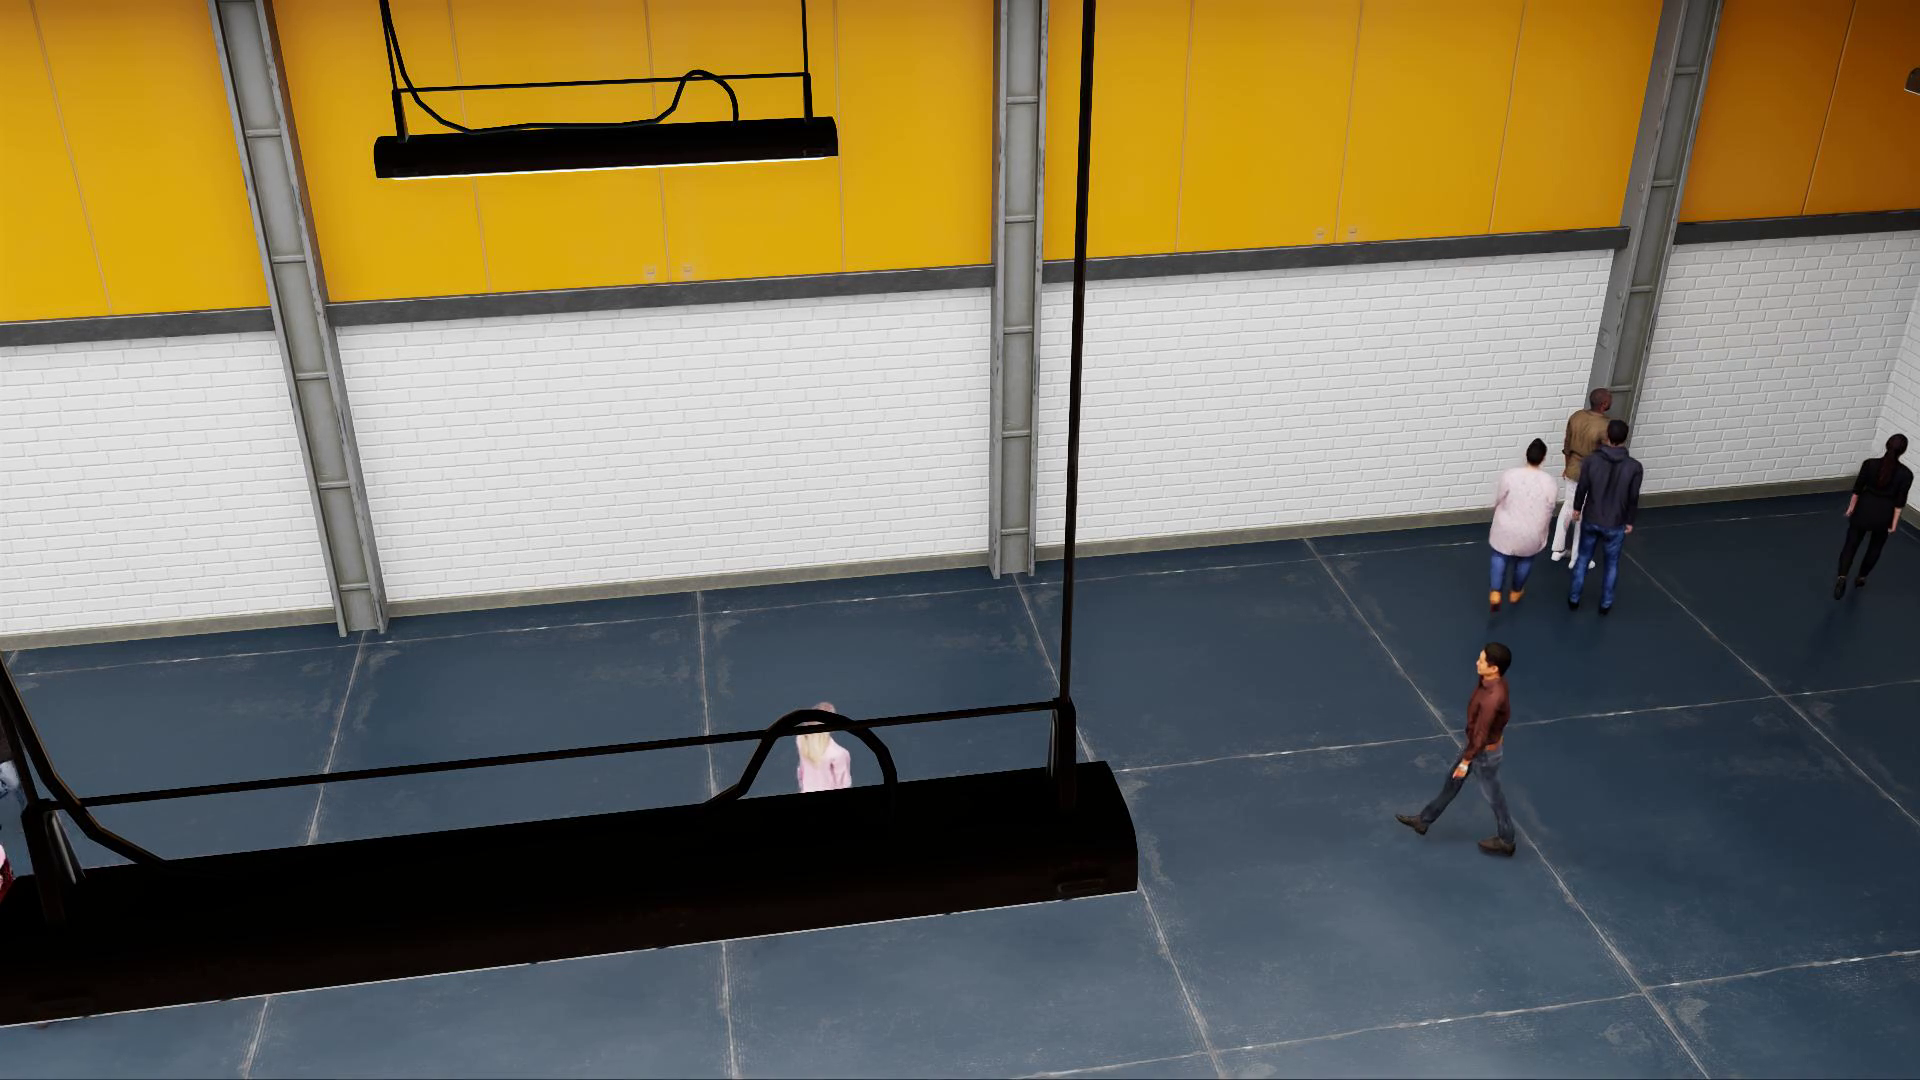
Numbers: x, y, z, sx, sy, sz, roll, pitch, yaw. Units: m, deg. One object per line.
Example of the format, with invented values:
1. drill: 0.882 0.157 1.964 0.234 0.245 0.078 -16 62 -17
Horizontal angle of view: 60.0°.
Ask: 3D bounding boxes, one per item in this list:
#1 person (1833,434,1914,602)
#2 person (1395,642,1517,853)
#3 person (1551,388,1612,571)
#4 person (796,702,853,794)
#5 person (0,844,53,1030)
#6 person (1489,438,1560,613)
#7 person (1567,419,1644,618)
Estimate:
1. person: 8.294 -0.175 15.171 0.994 1.635 1.079 21 35 33
2. person: 3.836 1.545 11.923 1.222 1.726 0.974 7 29 12
3. person: 5.911 -0.592 15.737 0.701 1.825 0.785 -14 32 -24
4. person: -0.937 1.838 11.428 0.695 1.686 0.729 24 37 37
5. person: -5.995 2.396 10.466 1.064 1.627 0.764 -1 29 -1
6. person: 5.018 -0.110 14.957 1.018 1.727 1.028 11 31 20
7. person: 5.756 -0.178 14.919 0.754 1.882 0.852 13 31 22
